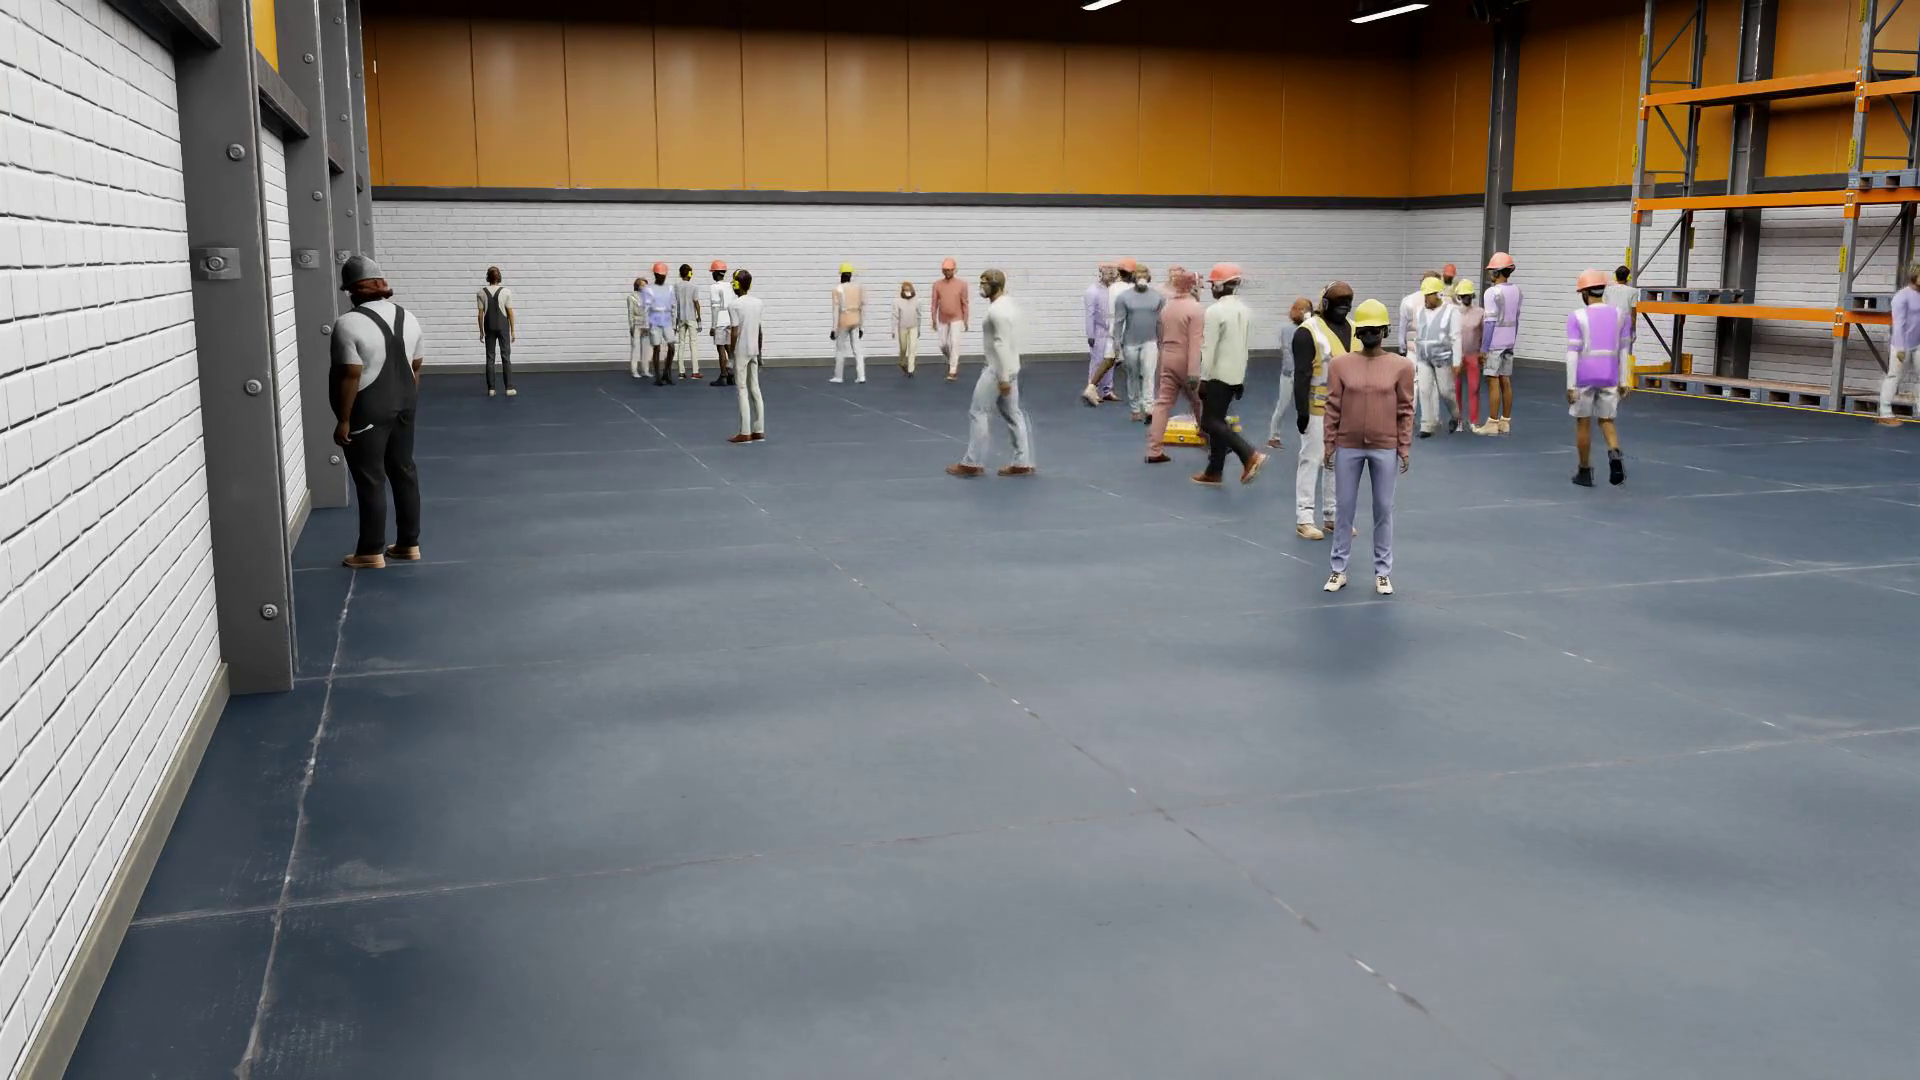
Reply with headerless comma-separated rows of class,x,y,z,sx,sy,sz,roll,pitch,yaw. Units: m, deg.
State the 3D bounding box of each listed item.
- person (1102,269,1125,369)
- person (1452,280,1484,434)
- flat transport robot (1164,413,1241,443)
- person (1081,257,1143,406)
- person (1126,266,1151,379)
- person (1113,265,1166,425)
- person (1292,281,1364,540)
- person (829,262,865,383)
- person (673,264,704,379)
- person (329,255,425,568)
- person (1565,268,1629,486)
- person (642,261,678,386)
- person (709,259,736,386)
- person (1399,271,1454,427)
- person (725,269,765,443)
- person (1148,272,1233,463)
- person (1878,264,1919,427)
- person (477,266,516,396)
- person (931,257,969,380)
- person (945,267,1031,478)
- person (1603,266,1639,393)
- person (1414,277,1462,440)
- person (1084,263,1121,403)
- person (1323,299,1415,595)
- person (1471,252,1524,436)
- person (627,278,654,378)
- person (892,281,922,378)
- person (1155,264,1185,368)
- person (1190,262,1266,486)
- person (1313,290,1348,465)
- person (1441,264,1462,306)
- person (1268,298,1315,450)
person,2.653,-3.905,29.336,0.599,1.795,0.911,-7,12,-37
person,5.704,-2.057,18.776,0.526,1.734,0.769,2,10,13
flat transport robot,2.609,-1.229,18.218,0.652,0.197,1.431,4,11,22
person,2.097,-2.758,22.103,1.023,2.007,0.606,-7,12,-35
person,2.784,-3.528,26.787,0.630,1.903,0.615,1,10,6
person,2.149,-2.325,19.879,0.647,1.883,1.013,0,10,0
person,2.664,-0.926,11.926,0.629,1.840,0.429,-6,11,-30
person,-1.787,-3.405,26.143,0.629,1.927,0.604,-7,12,-34
person,-4.443,-3.553,27.068,0.521,1.865,0.328,2,10,14
person,-3.855,-0.843,10.863,0.536,2.000,0.675,5,11,26
person,5.520,-1.391,14.406,0.567,1.910,0.630,-1,10,-3
person,-4.584,-3.305,25.481,0.569,1.913,0.476,-6,11,-30
person,-3.672,-3.325,25.530,0.375,1.939,0.546,5,11,27
person,5.472,-2.230,19.542,0.659,1.838,0.458,5,11,29
person,-2.323,-1.976,17.923,0.310,1.868,0.534,7,12,35
person,2.257,-1.680,16.252,1.005,1.843,0.681,-6,11,-30
person,11.102,-2.226,19.250,0.661,1.901,0.917,-4,11,-21
person,-6.636,-2.984,23.826,0.505,1.846,0.346,-1,10,-6
person,-0.150,-3.607,27.080,0.624,1.976,0.693,2,10,13
person,0.241,-1.511,15.129,0.894,1.902,0.639,2,10,10
person,9.619,-3.066,24.279,0.509,1.859,0.330,7,12,35
person,5.301,-2.005,18.338,0.792,1.793,0.598,-9,14,-44
person,1.996,-2.835,22.821,0.653,1.899,0.394,-8,12,-37
person,2.440,-0.552,9.977,0.531,1.768,0.311,3,10,17
person,6.002,-2.181,18.601,0.607,2.044,0.378,-8,13,-39
person,-5.231,-3.473,27.254,0.310,1.636,0.522,7,12,36
person,-0.887,-3.487,27.508,0.509,1.587,0.769,-1,10,-7
person,3.252,-3.212,25.072,0.674,1.872,0.658,1,10,7
person,2.332,-1.419,14.404,0.677,1.968,0.617,7,12,36
person,3.539,-1.577,16.013,0.502,1.727,0.378,4,11,22
person,8.516,-3.887,29.067,0.554,1.858,1.061,3,10,18
person,3.505,-1.683,17.058,0.503,1.584,0.836,-6,11,-30
